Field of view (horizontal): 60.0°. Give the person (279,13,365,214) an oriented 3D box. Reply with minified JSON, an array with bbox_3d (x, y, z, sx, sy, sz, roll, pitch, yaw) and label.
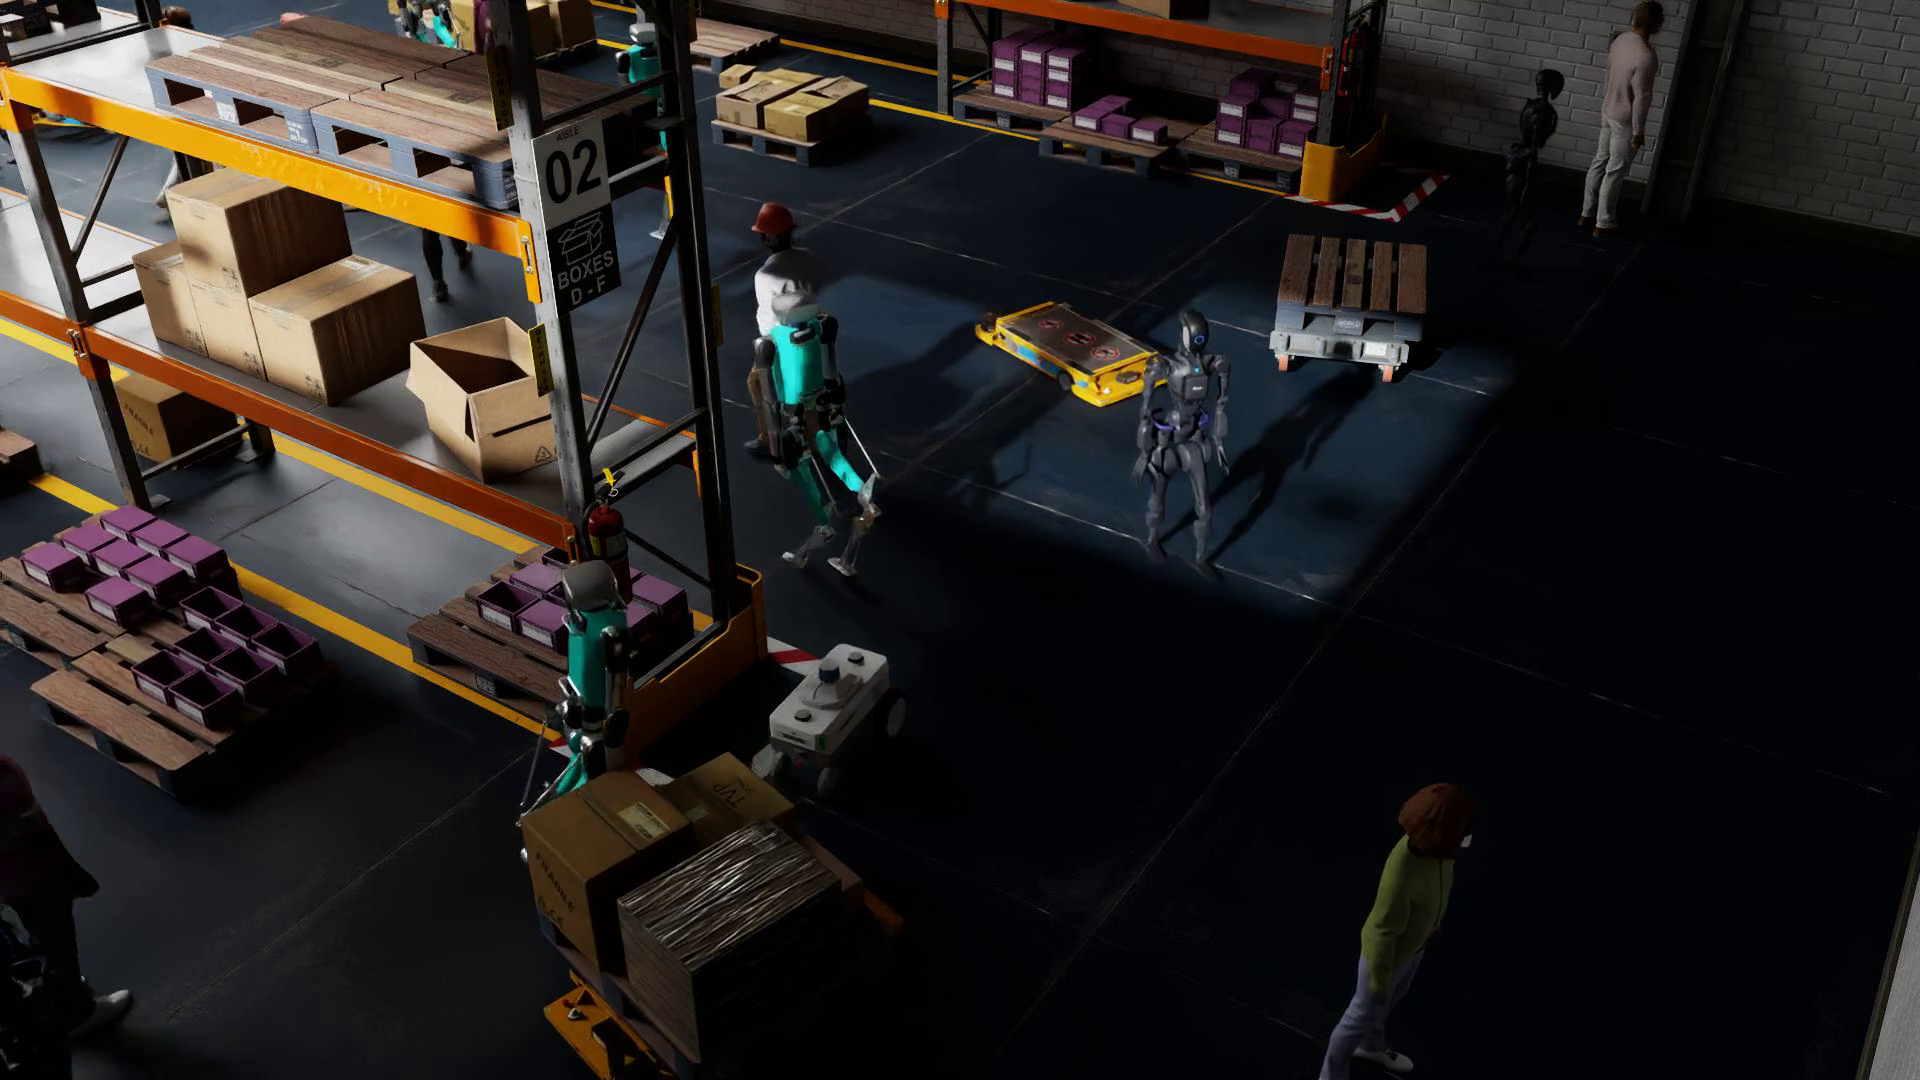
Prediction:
[{"bbox_3d":[-5.489,-3.555,14.003,0.784,1.715,0.567,-14,36,-21],"label":"person"}]

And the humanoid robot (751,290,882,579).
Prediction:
[{"bbox_3d":[-0.747,-0.480,9.270,0.543,1.776,0.840,-25,41,-33],"label":"humanoid robot"}]

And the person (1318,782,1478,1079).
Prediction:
[{"bbox_3d":[1.663,1.534,6.280,0.332,1.621,0.505,25,41,33],"label":"person"}]

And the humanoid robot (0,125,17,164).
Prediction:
[{"bbox_3d":[-8.904,-4.174,15.007,0.446,1.644,0.601,11,35,16],"label":"humanoid robot"}]

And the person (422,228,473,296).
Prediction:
[{"bbox_3d":[-4.048,-2.798,12.855,0.771,1.711,0.917,-6,33,-9],"label":"person"}]

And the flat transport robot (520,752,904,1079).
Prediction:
[{"bbox_3d":[-0.988,1.801,7.105,1.431,0.231,0.659,-26,41,-34],"label":"flat transport robot"}]

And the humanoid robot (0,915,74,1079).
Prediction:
[{"bbox_3d":[-3.345,1.747,5.940,0.765,1.628,0.616,-8,34,-12],"label":"humanoid robot"}]

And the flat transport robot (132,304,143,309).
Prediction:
[{"bbox_3d":[-5.576,-1.697,12.482,1.431,0.231,0.659,20,38,28],"label":"flat transport robot"}]

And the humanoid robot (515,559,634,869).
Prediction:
[{"bbox_3d":[-1.706,0.978,7.112,0.740,1.874,0.533,-18,37,-26],"label":"humanoid robot"}]

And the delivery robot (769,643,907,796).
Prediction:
[{"bbox_3d":[-0.635,0.852,8.306,0.499,0.600,0.802,15,36,22],"label":"delivery robot"}]

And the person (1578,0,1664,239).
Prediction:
[{"bbox_3d":[5.450,-3.442,13.633,0.371,1.940,0.629,-3,33,-5],"label":"person"}]

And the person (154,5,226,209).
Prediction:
[{"bbox_3d":[-6.449,-3.572,13.964,0.935,1.807,0.628,-17,37,-25],"label":"person"}]

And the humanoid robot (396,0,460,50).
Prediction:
[{"bbox_3d":[-5.129,-5.027,16.269,0.553,1.750,0.918,-22,39,-29],"label":"humanoid robot"}]

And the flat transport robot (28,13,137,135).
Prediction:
[{"bbox_3d":[-8.465,-4.228,16.372,1.431,0.231,0.659,7,34,10],"label":"flat transport robot"}]

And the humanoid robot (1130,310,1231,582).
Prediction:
[{"bbox_3d":[1.262,-0.517,9.391,0.589,1.634,0.630,-12,35,-17],"label":"humanoid robot"}]

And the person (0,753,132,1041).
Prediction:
[{"bbox_3d":[-3.663,1.245,6.523,0.533,1.833,0.402,20,38,28],"label":"person"}]

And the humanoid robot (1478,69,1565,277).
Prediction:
[{"bbox_3d":[4.408,-2.871,13.003,0.426,1.644,0.588,8,34,13],"label":"humanoid robot"}]

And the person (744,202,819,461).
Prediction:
[{"bbox_3d":[-1.169,-1.313,10.541,0.627,1.730,0.595,19,38,27],"label":"person"}]

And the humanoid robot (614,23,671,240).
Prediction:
[{"bbox_3d":[-2.375,-3.246,13.478,0.543,1.759,0.674,-24,40,-32],"label":"humanoid robot"}]

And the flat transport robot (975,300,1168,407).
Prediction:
[{"bbox_3d":[0.796,-1.382,11.997,0.659,0.231,1.431,-22,39,-30],"label":"flat transport robot"}]

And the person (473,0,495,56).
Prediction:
[{"bbox_3d":[-4.135,-4.223,14.868,0.691,1.908,0.405,6,34,9],"label":"person"}]
